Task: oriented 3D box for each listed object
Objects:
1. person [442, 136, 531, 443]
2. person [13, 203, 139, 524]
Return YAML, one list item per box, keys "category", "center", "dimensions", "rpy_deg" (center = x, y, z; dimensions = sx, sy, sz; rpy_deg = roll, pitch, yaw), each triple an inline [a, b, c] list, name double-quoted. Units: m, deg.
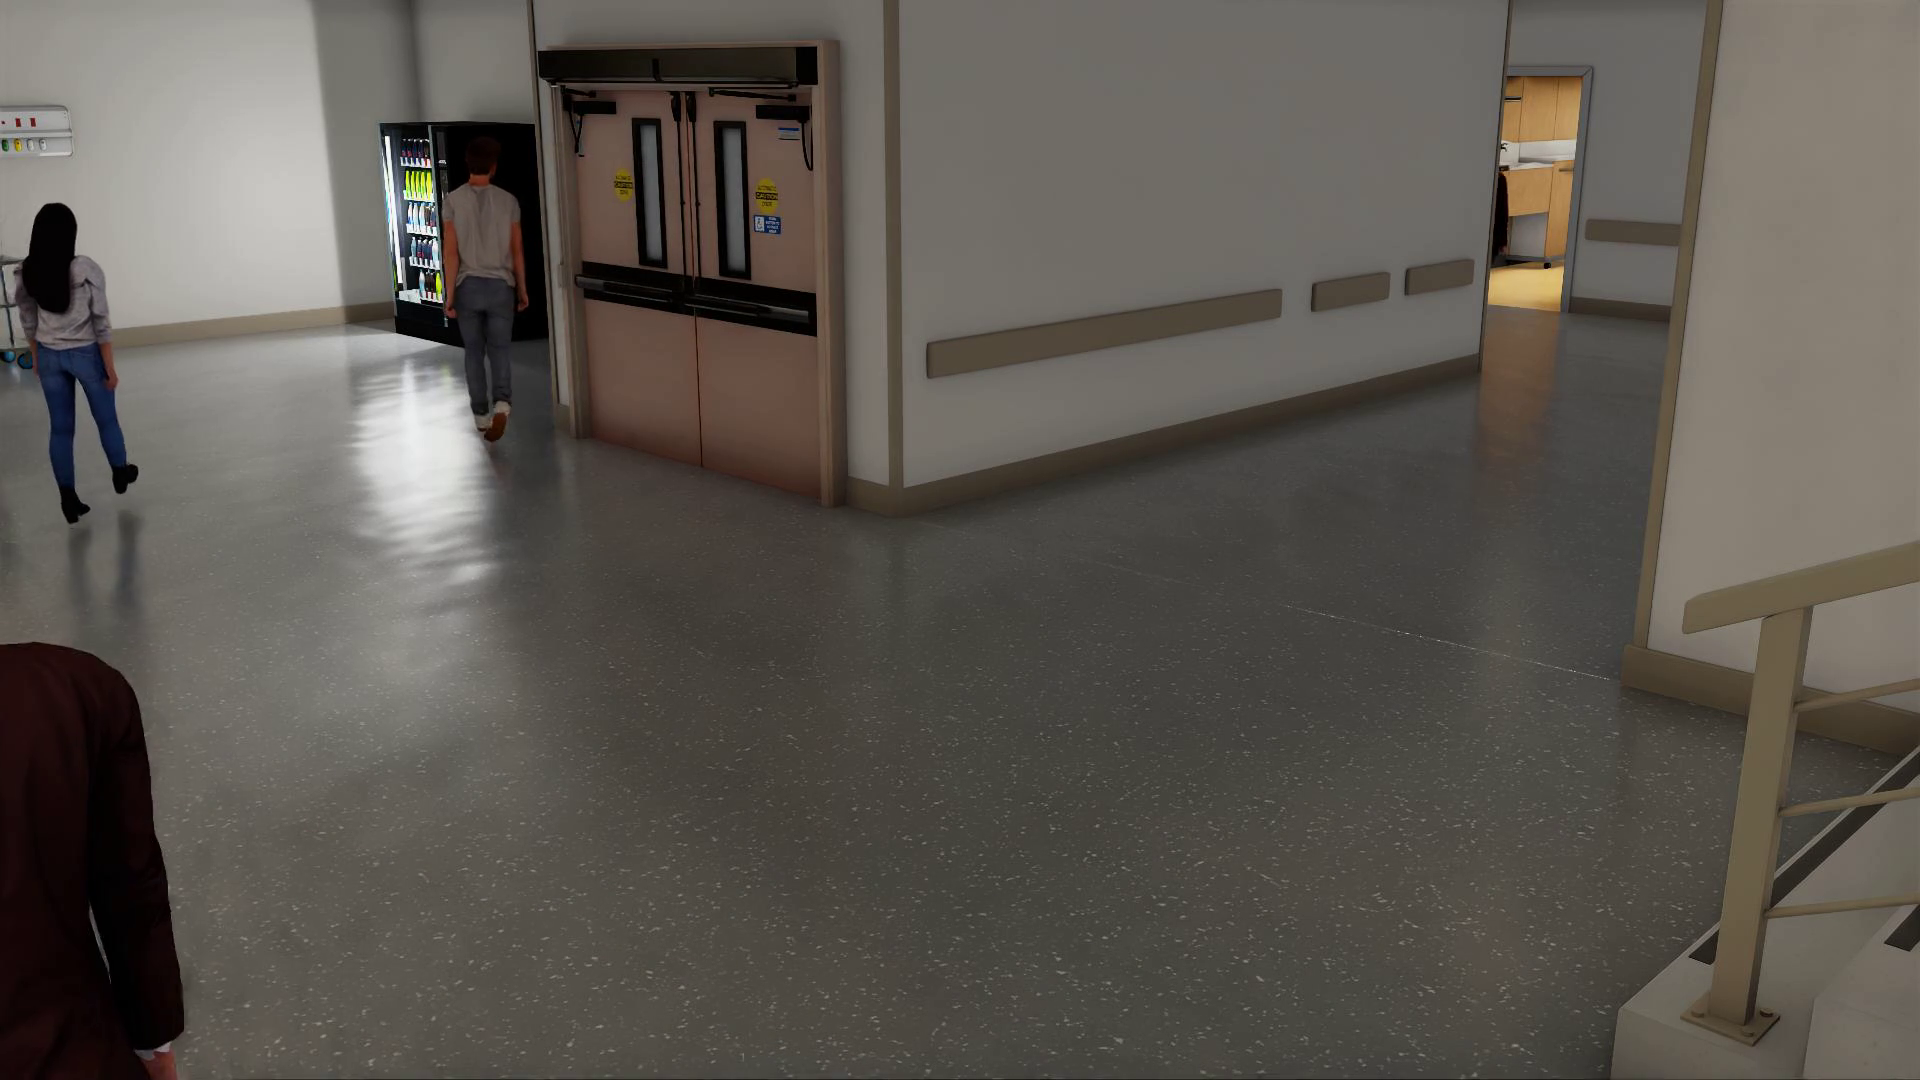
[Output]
- category: "person"
  center: [-2.922, -1.510, 10.282]
  dimensions: [1.024, 1.850, 1.294]
  rpy_deg: [-6, 17, -21]
- category: "person"
  center: [-4.564, -0.868, 8.494]
  dimensions: [0.997, 1.582, 1.117]
  rpy_deg: [-2, 16, -8]
